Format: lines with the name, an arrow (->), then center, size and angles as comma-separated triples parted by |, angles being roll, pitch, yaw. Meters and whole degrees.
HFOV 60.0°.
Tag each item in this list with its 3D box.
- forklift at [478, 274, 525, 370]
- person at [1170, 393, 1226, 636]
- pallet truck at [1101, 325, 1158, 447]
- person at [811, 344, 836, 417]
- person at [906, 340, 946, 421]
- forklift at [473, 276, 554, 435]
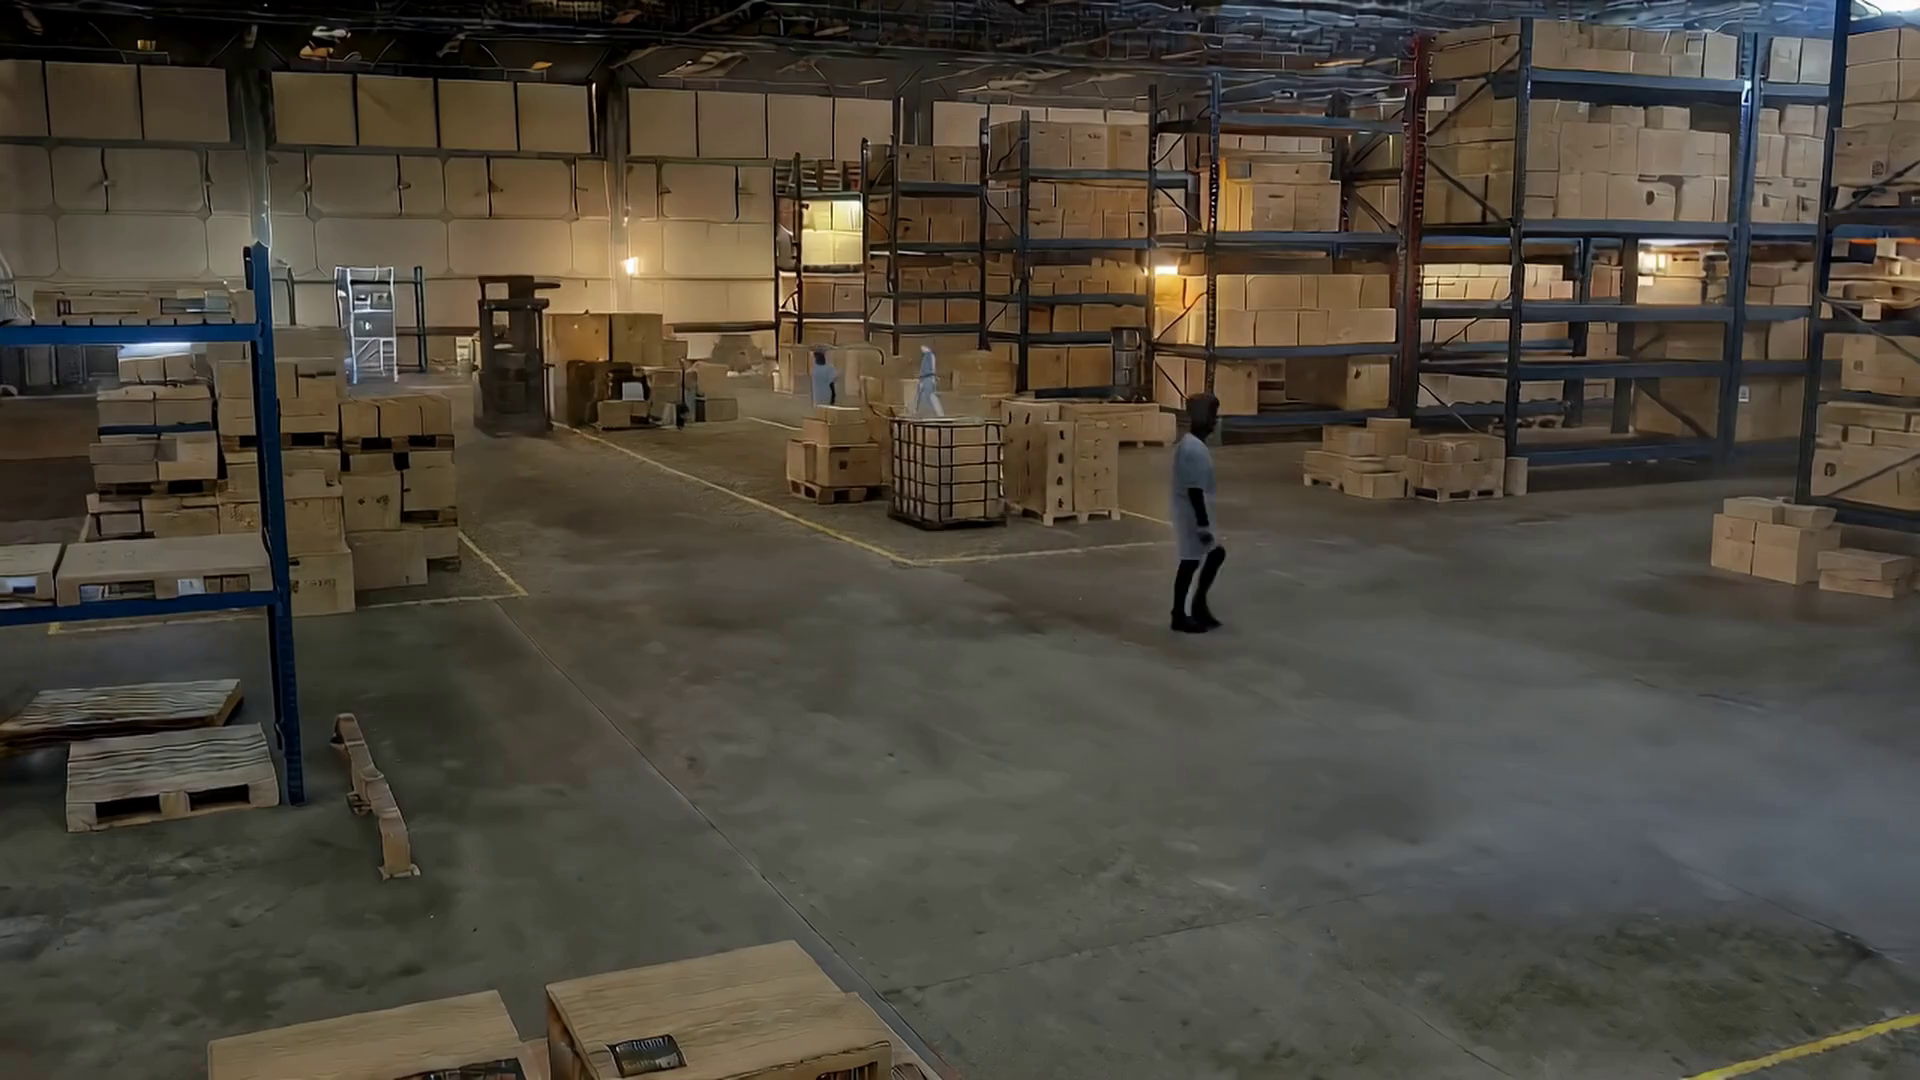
forklift -> -11.297, -5.373, 42.422 | 1.873, 2.768, 1.129 | -4, 10, -25
person -> 1.929, -0.190, 13.151 | 0.581, 1.944, 0.636 | 2, 9, 10
pallet truck -> 2.881, -2.596, 27.923 | 0.823, 1.965, 1.885 | -1, 9, -7
person -> -2.020, -2.028, 24.971 | 0.532, 1.819, 0.975 | 7, 11, 37
person -> -0.632, -3.069, 32.110 | 0.858, 1.598, 0.517 | 2, 9, 15
forklift -> -8.118, -3.357, 29.916 | 1.129, 2.768, 1.873 | -4, 10, -26
